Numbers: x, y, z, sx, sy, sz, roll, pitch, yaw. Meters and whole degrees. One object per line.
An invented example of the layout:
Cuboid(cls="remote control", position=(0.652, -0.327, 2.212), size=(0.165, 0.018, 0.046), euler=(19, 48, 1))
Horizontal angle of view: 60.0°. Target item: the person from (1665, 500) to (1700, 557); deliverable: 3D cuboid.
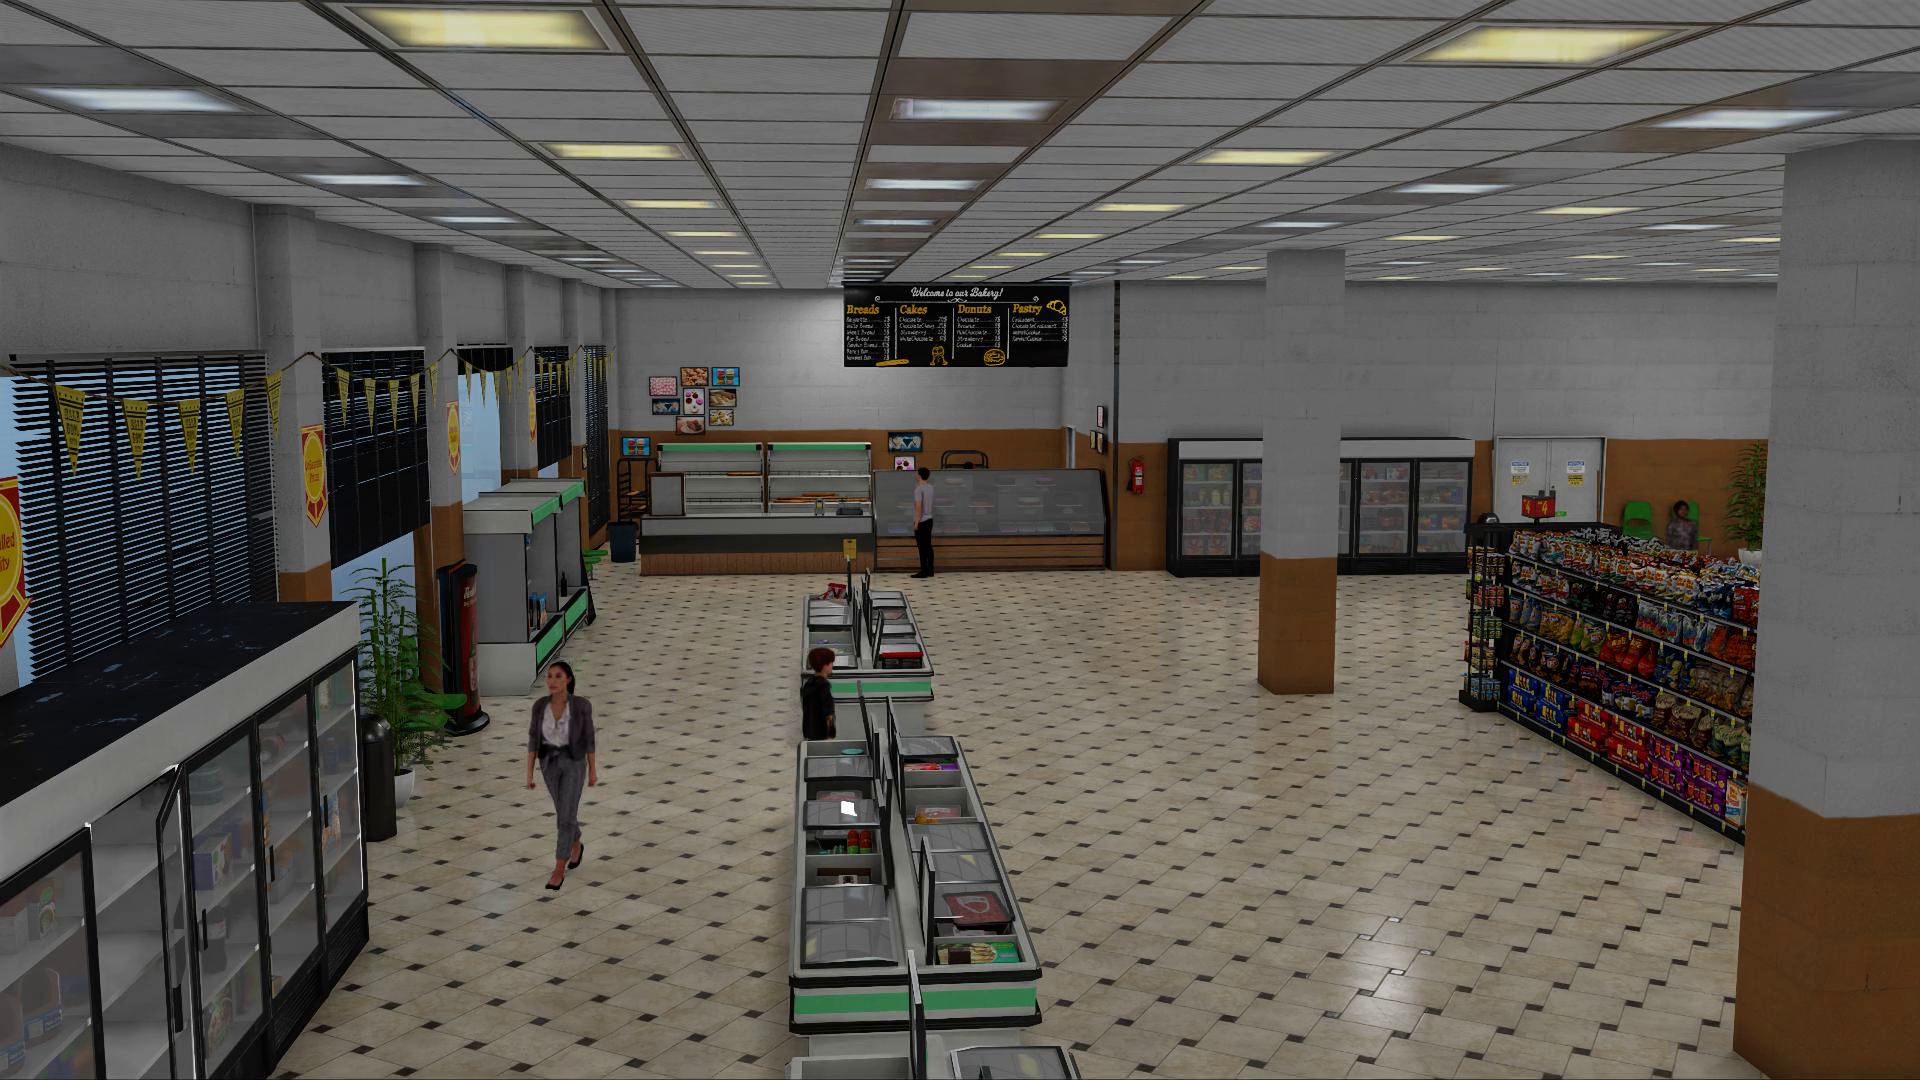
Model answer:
Cuboid(cls="person", position=(10.350, 0.284, 23.923), size=(0.681, 1.697, 0.812), euler=(1, 7, 10))

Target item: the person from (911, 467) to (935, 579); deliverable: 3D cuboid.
Cuboid(cls="person", position=(-0.604, -0.295, 28.017), size=(0.807, 1.863, 0.705), euler=(4, 8, 31))

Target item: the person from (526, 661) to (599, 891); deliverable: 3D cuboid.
Cuboid(cls="person", position=(-2.904, 1.724, 12.308), size=(0.805, 1.624, 1.163), euler=(1, 7, 8))

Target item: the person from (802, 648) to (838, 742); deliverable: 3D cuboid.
Cuboid(cls="person", position=(-1.216, 1.626, 13.898), size=(0.739, 1.438, 0.700), euler=(-4, 8, -32))
